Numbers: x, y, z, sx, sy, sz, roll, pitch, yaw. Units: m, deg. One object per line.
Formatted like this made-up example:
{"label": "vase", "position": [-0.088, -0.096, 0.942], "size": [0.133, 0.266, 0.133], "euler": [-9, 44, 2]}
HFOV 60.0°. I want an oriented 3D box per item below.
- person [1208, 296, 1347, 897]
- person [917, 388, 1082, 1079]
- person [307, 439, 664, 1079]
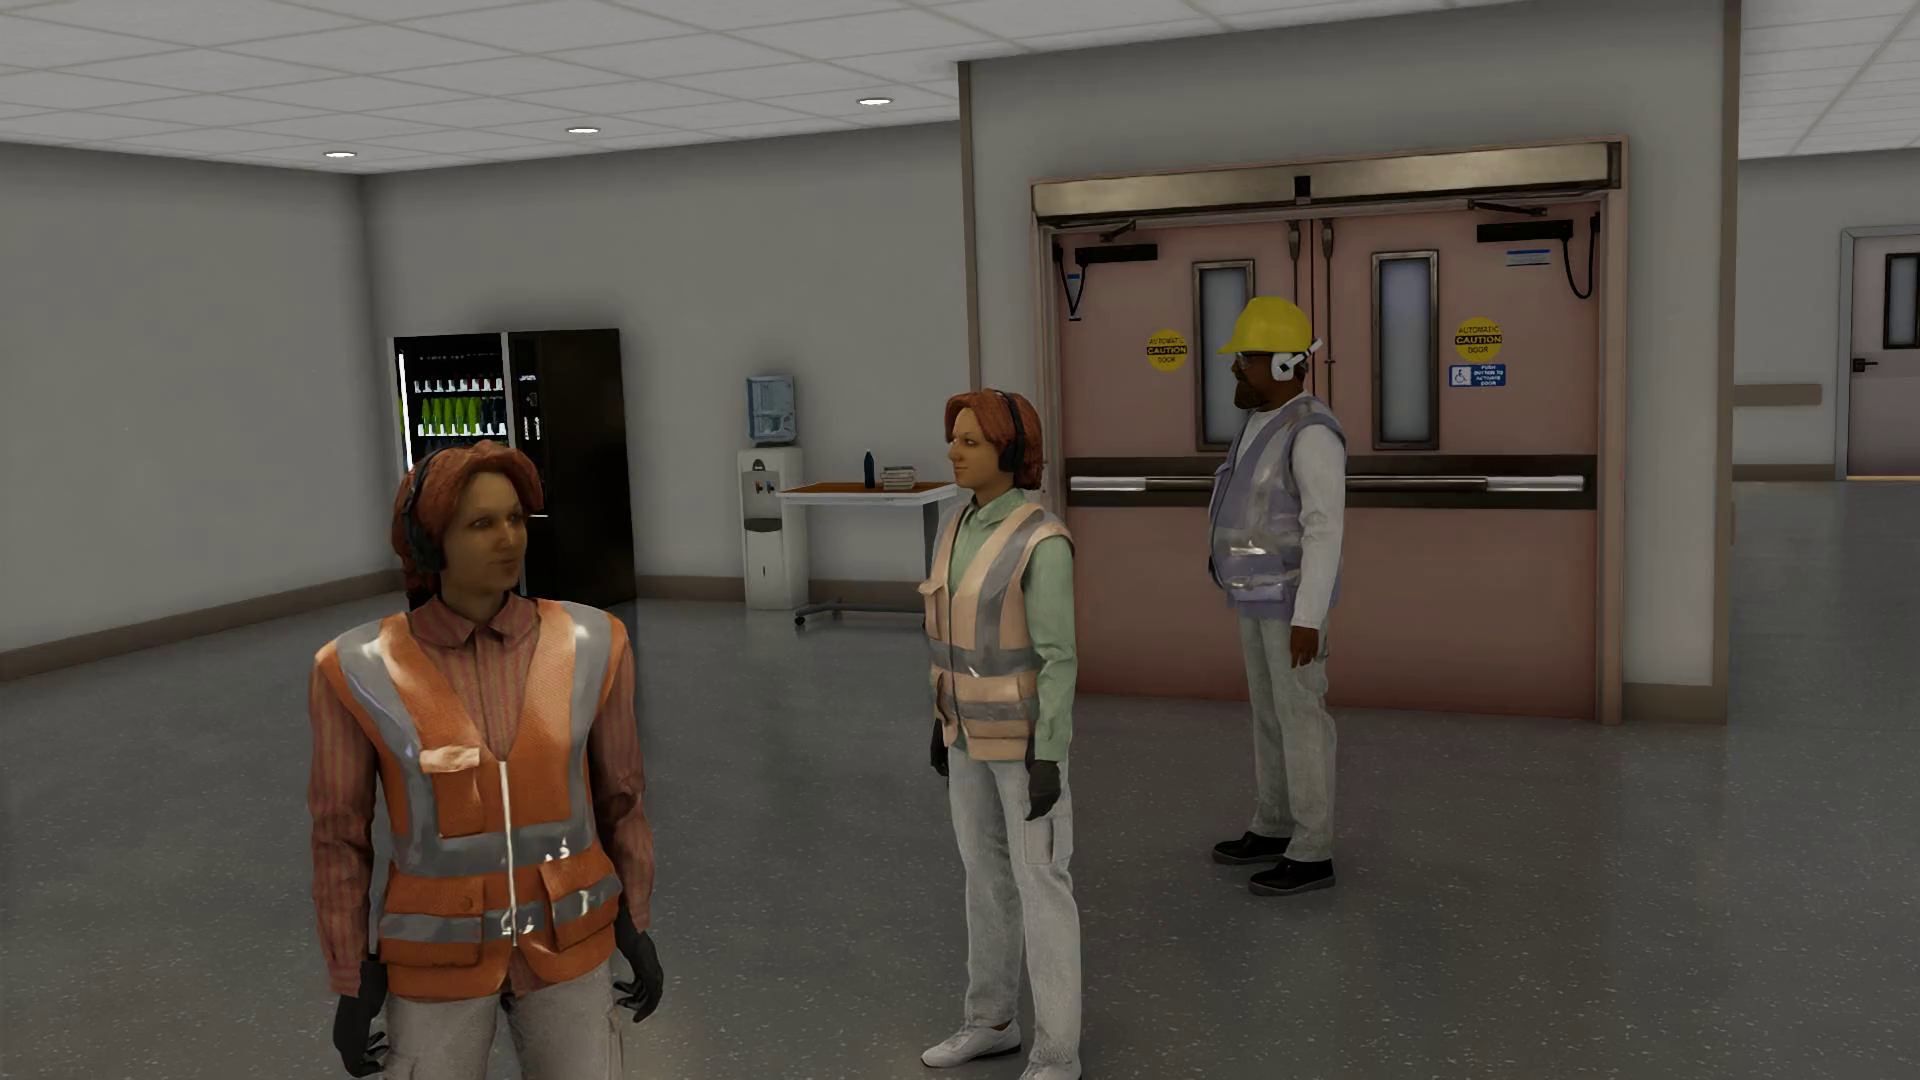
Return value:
{"label": "person", "position": [0.978, 0.171, 5.153], "size": [0.403, 1.834, 0.589], "euler": [-3, 7, -9]}
{"label": "person", "position": [0.098, 0.471, 3.843], "size": [0.307, 1.645, 0.514], "euler": [-7, 9, -32]}
{"label": "person", "position": [-0.720, 0.665, 2.599], "size": [0.523, 1.643, 0.306], "euler": [-6, 8, -27]}
